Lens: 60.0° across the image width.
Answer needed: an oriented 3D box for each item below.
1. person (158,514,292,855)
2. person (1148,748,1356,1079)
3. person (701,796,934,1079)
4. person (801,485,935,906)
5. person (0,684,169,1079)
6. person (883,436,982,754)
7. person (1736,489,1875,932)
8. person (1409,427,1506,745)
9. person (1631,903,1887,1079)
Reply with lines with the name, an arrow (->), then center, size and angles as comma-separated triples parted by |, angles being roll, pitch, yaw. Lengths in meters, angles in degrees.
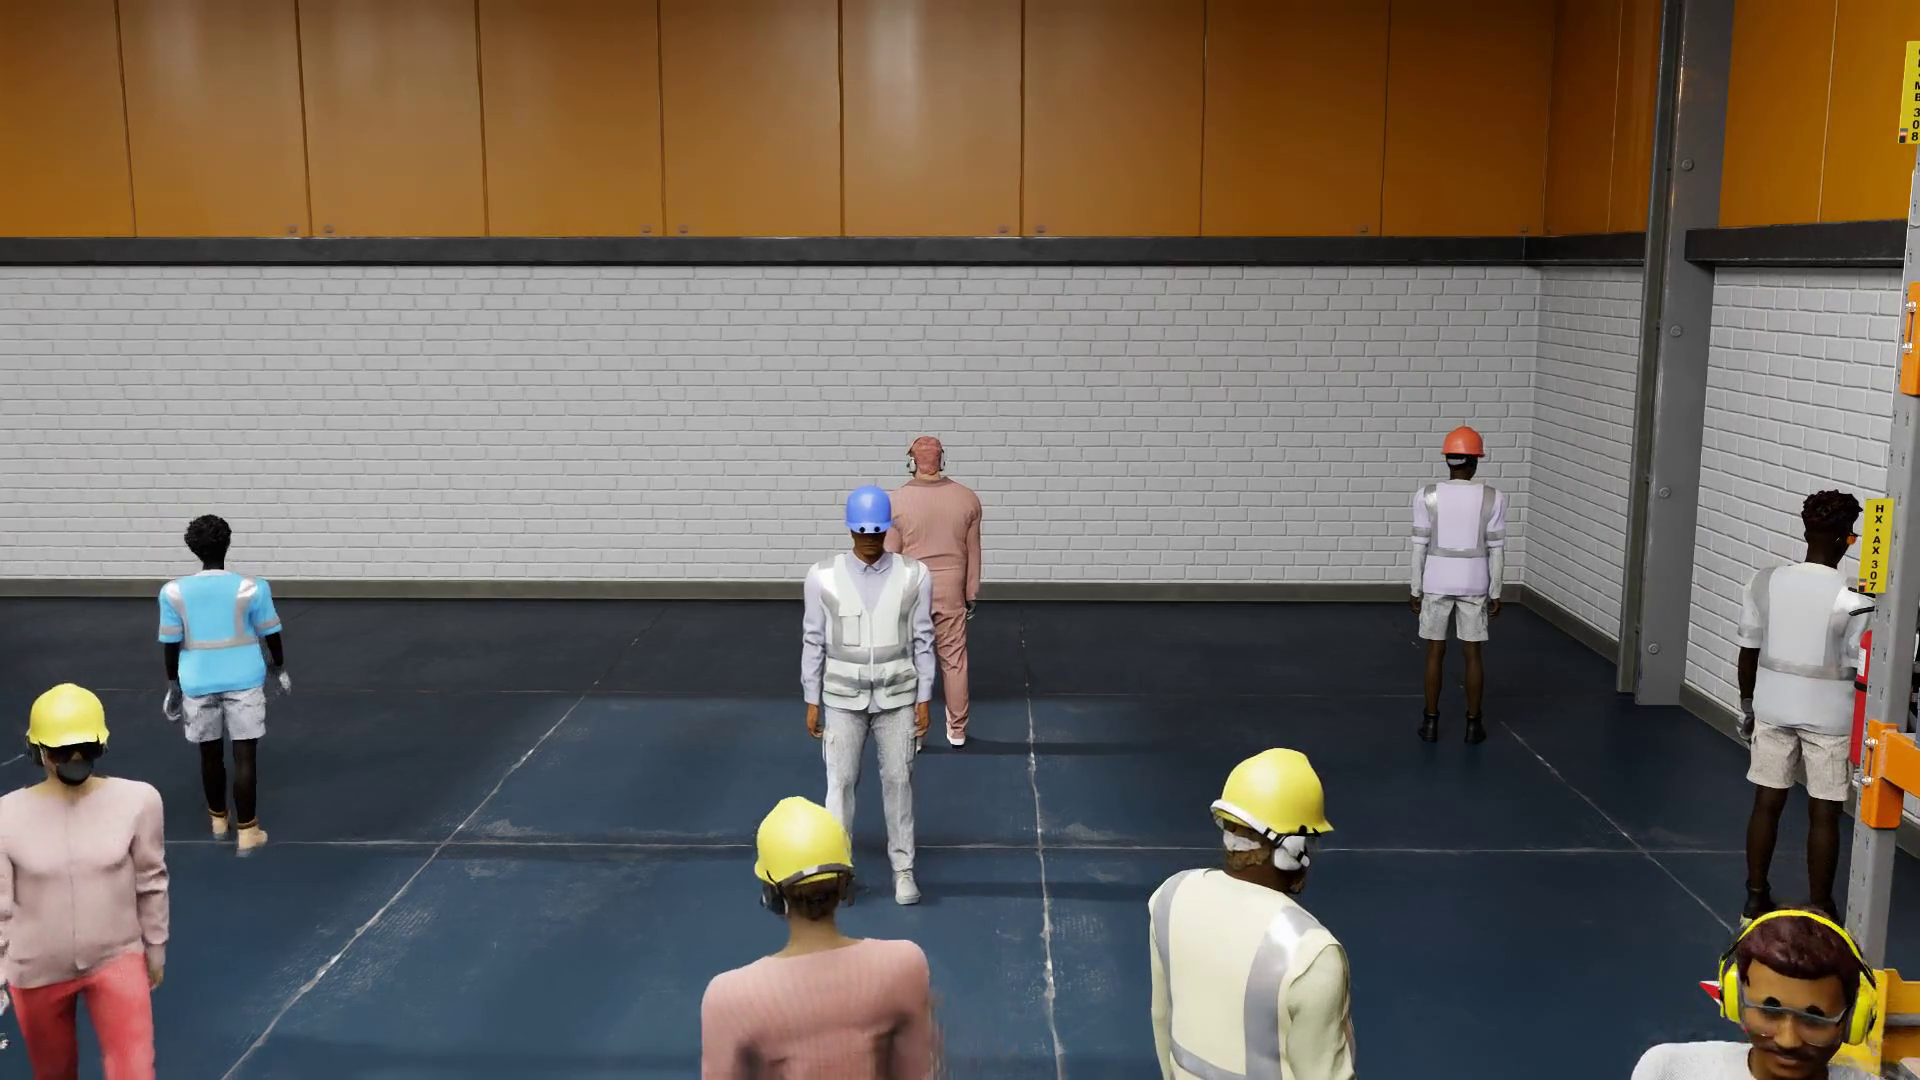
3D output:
person -> -3.665, 0.702, 8.351 | 0.555, 1.676, 0.678 | -1, 10, -9
person -> 0.699, 1.378, 3.866 | 0.403, 1.825, 0.586 | -6, 11, -34
person -> -0.318, 1.430, 3.743 | 0.556, 1.749, 0.363 | -4, 10, -20
person -> -0.414, 0.707, 7.545 | 0.610, 1.938, 0.410 | -1, 10, -7
person -> -2.593, 1.262, 4.898 | 0.536, 1.713, 0.932 | -6, 11, -33
person -> -0.190, 0.326, 9.939 | 0.638, 1.903, 0.409 | -3, 10, -20
person -> 3.662, 0.753, 7.182 | 0.364, 1.964, 0.611 | -7, 12, -37
person -> 3.019, 0.277, 10.136 | 0.551, 1.931, 0.373 | 2, 10, 15
person -> 1.385, 1.532, 2.958 | 0.538, 1.824, 0.981 | 5, 11, 28
